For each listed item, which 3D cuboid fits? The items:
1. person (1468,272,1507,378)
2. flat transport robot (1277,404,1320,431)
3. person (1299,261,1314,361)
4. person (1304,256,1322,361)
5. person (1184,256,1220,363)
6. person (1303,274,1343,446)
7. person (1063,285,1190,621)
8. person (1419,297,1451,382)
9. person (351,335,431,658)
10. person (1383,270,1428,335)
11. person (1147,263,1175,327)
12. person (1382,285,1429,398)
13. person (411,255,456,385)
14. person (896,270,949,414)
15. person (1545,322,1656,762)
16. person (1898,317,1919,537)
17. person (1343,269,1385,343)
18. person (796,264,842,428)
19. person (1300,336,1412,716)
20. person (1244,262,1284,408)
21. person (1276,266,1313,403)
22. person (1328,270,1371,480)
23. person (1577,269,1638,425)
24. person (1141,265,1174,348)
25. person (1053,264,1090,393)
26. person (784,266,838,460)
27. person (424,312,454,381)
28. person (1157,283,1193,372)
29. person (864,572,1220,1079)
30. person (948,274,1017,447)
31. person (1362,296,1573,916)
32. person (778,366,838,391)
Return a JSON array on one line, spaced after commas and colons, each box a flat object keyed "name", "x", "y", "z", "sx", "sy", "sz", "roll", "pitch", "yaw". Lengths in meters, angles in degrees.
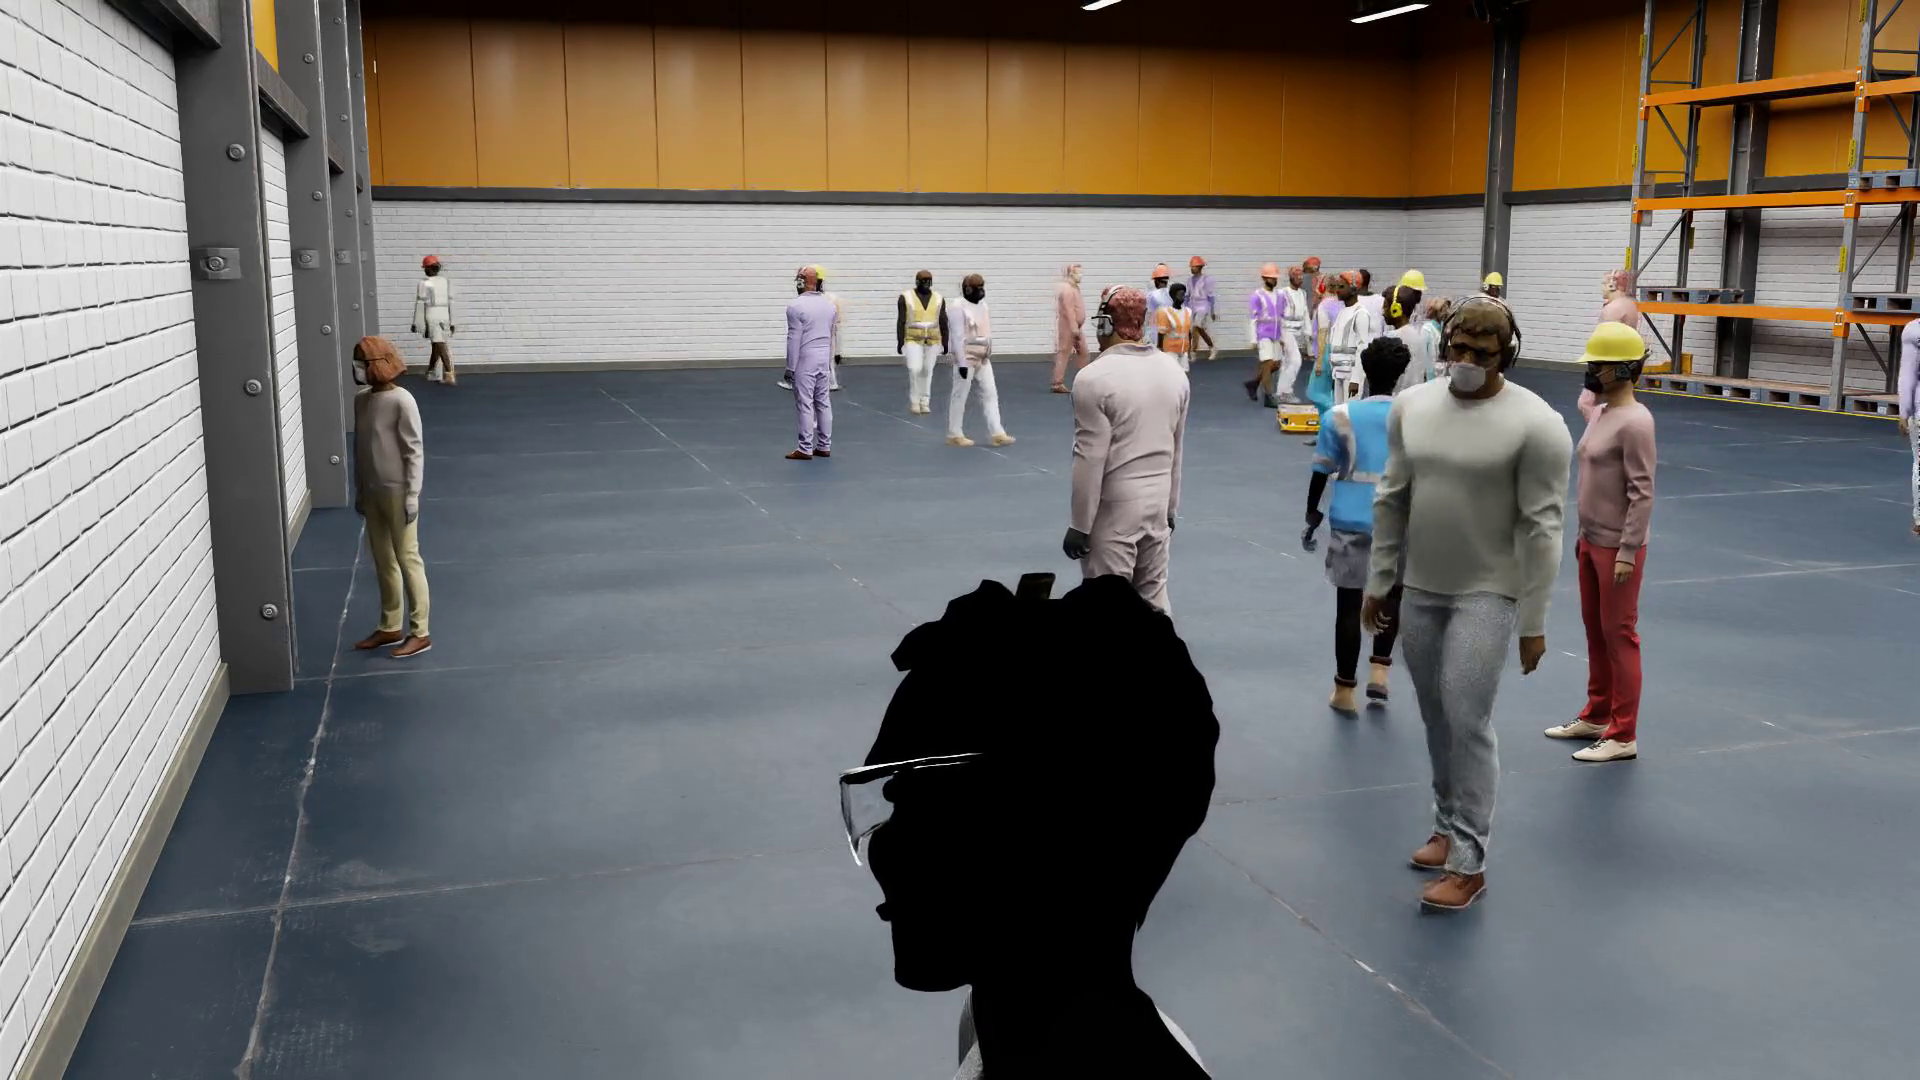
[{"name": "person", "x": 7.121, "y": -2.719, "z": 22.494, "sx": 0.604, "sy": 1.783, "sz": 0.948, "roll": -2, "pitch": 10, "yaw": -13}, {"name": "flat transport robot", "x": 4.049, "y": -1.423, "z": 19.339, "sx": 0.652, "sy": 0.197, "sz": 1.431, "roll": 1, "pitch": 10, "yaw": 8}, {"name": "person", "x": 6.612, "y": -4.386, "z": 31.788, "sx": 0.639, "sy": 1.887, "sz": 0.952, "roll": -3, "pitch": 10, "yaw": -15}, {"name": "person", "x": 6.743, "y": -4.398, "z": 31.642, "sx": 0.417, "sy": 1.980, "sz": 0.626, "roll": 4, "pitch": 11, "yaw": 23}, {"name": "person", "x": 4.552, "y": -4.324, "z": 31.180, "sx": 0.992, "sy": 2.006, "sz": 0.627, "roll": -6, "pitch": 12, "yaw": -32}, {"name": "person", "x": 3.890, "y": -1.879, "z": 17.485, "sx": 0.466, "sy": 1.820, "sz": 0.613, "roll": 5, "pitch": 11, "yaw": 28}, {"name": "person", "x": 0.672, "y": -0.119, "z": 7.059, "sx": 0.648, "sy": 1.907, "sz": 0.401, "roll": -9, "pitch": 13, "yaw": -42}, {"name": "person", "x": 4.671, "y": -1.553, "z": 16.204, "sx": 0.789, "sy": 1.601, "sz": 0.540, "roll": 8, "pitch": 13, "yaw": 40}, {"name": "person", "x": -2.909, "y": -0.222, "z": 8.447, "sx": 0.507, "sy": 1.631, "sz": 0.268, "roll": 8, "pitch": 12, "yaw": 38}, {"name": "person", "x": 4.765, "y": -1.982, "z": 17.999, "sx": 1.002, "sy": 1.851, "sz": 0.656, "roll": 6, "pitch": 11, "yaw": 30}, {"name": "person", "x": 3.506, "y": -3.886, "z": 28.996, "sx": 0.530, "sy": 1.863, "sz": 0.321, "roll": 3, "pitch": 10, "yaw": 15}, {"name": "person", "x": 3.077, "y": -0.829, "z": 11.410, "sx": 0.913, "sy": 1.838, "sz": 0.528, "roll": 8, "pitch": 13, "yaw": 39}, {"name": "person", "x": -8.225, "y": -3.415, "z": 25.865, "sx": 1.027, "sy": 1.989, "sz": 0.637, "roll": 6, "pitch": 12, "yaw": 32}, {"name": "person", "x": -0.448, "y": -2.497, "z": 21.057, "sx": 0.661, "sy": 1.824, "sz": 0.594, "roll": -3, "pitch": 10, "yaw": -17}, {"name": "person", "x": 2.604, "y": 0.010, "z": 6.722, "sx": 0.313, "sy": 1.767, "sz": 0.533, "roll": 0, "pitch": 10, "yaw": 1}, {"name": "person", "x": 6.923, "y": -0.914, "z": 11.666, "sx": 0.635, "sy": 1.914, "sz": 0.807, "roll": 4, "pitch": 11, "yaw": 22}, {"name": "person", "x": 4.710, "y": -2.208, "z": 19.338, "sx": 0.589, "sy": 1.867, "sz": 1.036, "roll": -2, "pitch": 10, "yaw": -14}, {"name": "person", "x": -1.695, "y": -2.235, "z": 19.307, "sx": 0.596, "sy": 1.909, "sz": 0.516, "roll": 6, "pitch": 12, "yaw": 32}, {"name": "person", "x": 1.827, "y": -0.059, "z": 7.368, "sx": 0.626, "sy": 1.669, "sz": 0.447, "roll": 2, "pitch": 10, "yaw": 10}, {"name": "person", "x": 4.040, "y": -2.714, "z": 22.054, "sx": 0.555, "sy": 1.917, "sz": 0.656, "roll": -7, "pitch": 12, "yaw": -34}, {"name": "person", "x": 4.550, "y": -2.783, "z": 22.597, "sx": 0.561, "sy": 1.866, "sz": 0.570, "roll": 8, "pitch": 12, "yaw": 38}, {"name": "person", "x": 3.491, "y": -1.477, "z": 14.995, "sx": 0.355, "sy": 1.883, "sz": 0.574, "roll": -1, "pitch": 10, "yaw": -8}, {"name": "person", "x": 6.257, "y": -1.670, "z": 16.099, "sx": 0.480, "sy": 1.882, "sz": 0.671, "roll": 7, "pitch": 12, "yaw": 35}, {"name": "person", "x": 2.698, "y": -2.740, "z": 22.319, "sx": 0.545, "sy": 1.888, "sz": 0.992, "roll": -7, "pitch": 12, "yaw": -34}, {"name": "person", "x": 1.722, "y": -3.053, "z": 24.137, "sx": 0.818, "sy": 1.879, "sz": 0.651, "roll": 3, "pitch": 10, "yaw": 18}, {"name": "person", "x": -1.507, "y": -1.751, "z": 16.495, "sx": 0.410, "sy": 1.913, "sz": 0.643, "roll": 7, "pitch": 12, "yaw": 36}, {"name": "person", "x": -8.297, "y": -3.351, "z": 26.549, "sx": 0.307, "sy": 1.640, "sz": 0.517, "roll": 6, "pitch": 12, "yaw": 33}, {"name": "person", "x": 2.631, "y": -2.331, "z": 20.526, "sx": 0.535, "sy": 1.684, "sz": 0.414, "roll": -7, "pitch": 12, "yaw": -34}, {"name": "person", "x": 0.049, "y": 0.929, "z": 1.103, "sx": 0.323, "sy": 1.871, "sz": 0.528, "roll": -3, "pitch": 10, "yaw": -17}, {"name": "person", "x": 0.223, "y": -1.857, "z": 17.378, "sx": 0.846, "sy": 1.812, "sz": 0.660, "roll": 7, "pitch": 12, "yaw": 34}, {"name": "person", "x": 1.585, "y": 0.192, "z": 5.303, "sx": 0.552, "sy": 1.914, "sz": 0.639, "roll": -7, "pitch": 12, "yaw": -36}, {"name": "person", "x": -2.214, "y": -3.044, "z": 24.559, "sx": 0.925, "sy": 1.718, "sz": 0.539, "roll": 4, "pitch": 11, "yaw": 24}]
